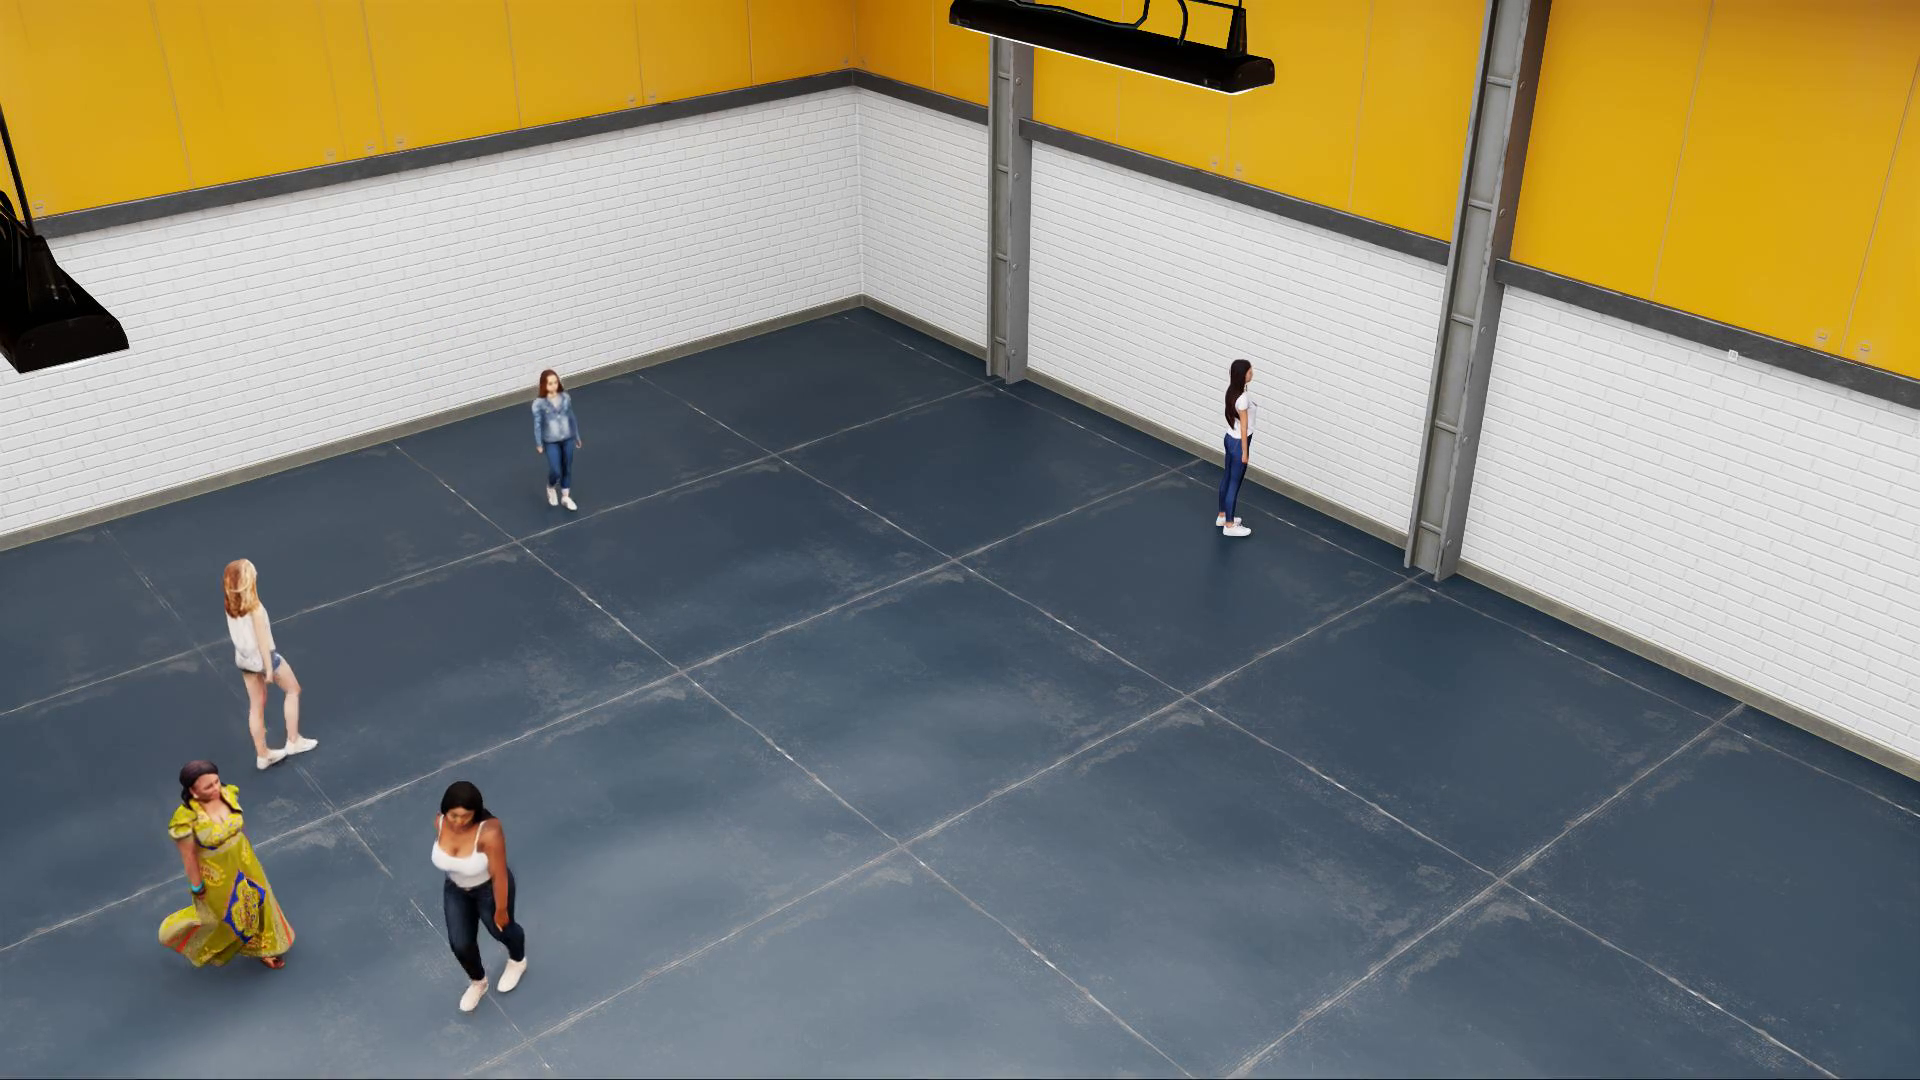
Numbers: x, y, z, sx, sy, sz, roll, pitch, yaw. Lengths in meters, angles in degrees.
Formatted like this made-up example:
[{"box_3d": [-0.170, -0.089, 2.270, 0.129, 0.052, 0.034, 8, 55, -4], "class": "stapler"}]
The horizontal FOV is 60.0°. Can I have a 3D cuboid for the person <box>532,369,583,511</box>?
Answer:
[{"box_3d": [-3.990, -1.011, 16.382, 0.567, 1.469, 0.561, -23, 36, -36], "class": "person"}]

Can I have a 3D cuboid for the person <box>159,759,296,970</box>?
[{"box_3d": [-4.752, 2.072, 10.551, 1.110, 1.641, 1.002, 9, 30, 16], "class": "person"}]

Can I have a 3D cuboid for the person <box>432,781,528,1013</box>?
[{"box_3d": [-2.951, 2.121, 10.329, 0.871, 1.768, 0.915, 12, 31, 21], "class": "person"}]

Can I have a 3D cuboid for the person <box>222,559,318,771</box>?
[{"box_3d": [-5.337, 0.972, 12.462, 0.714, 1.743, 0.757, 14, 31, 24], "class": "person"}]

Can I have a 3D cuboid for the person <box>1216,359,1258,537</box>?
[{"box_3d": [2.628, -0.891, 15.843, 0.726, 1.775, 0.629, -3, 29, -5], "class": "person"}]
